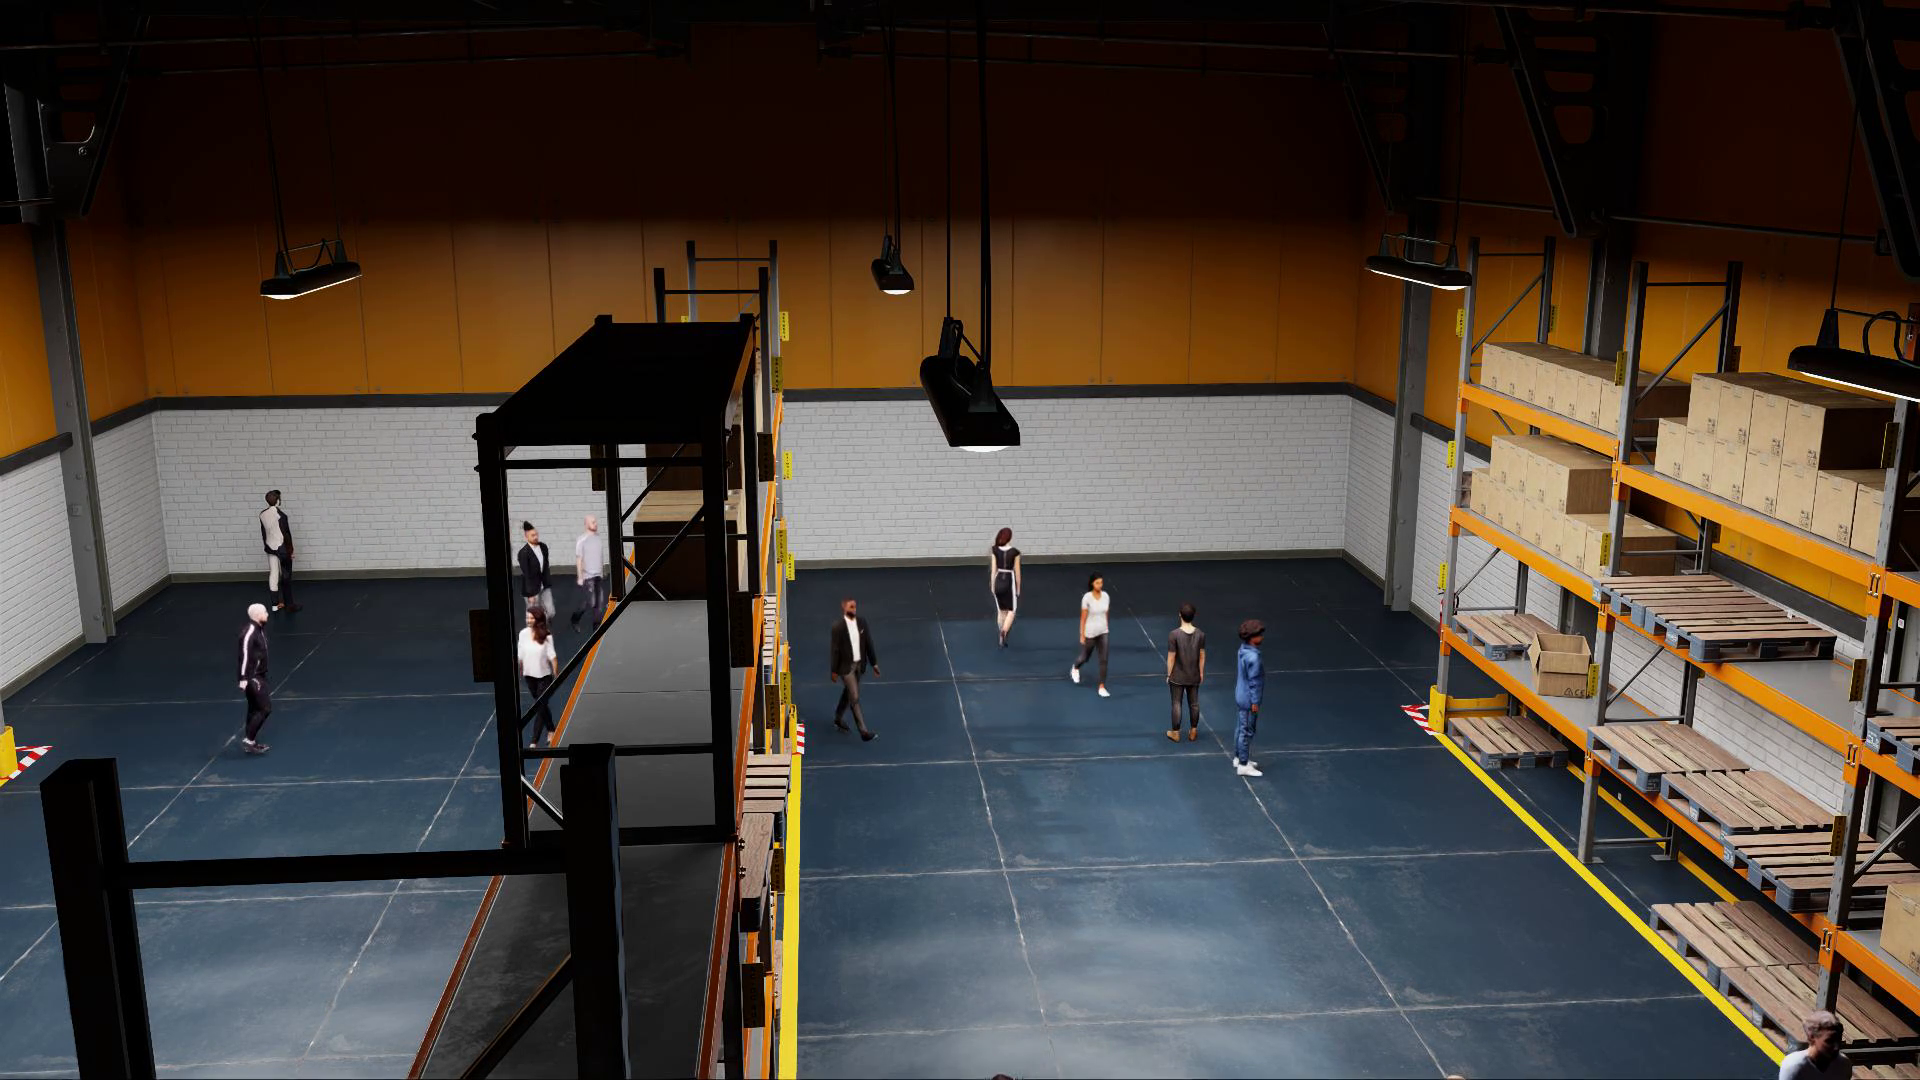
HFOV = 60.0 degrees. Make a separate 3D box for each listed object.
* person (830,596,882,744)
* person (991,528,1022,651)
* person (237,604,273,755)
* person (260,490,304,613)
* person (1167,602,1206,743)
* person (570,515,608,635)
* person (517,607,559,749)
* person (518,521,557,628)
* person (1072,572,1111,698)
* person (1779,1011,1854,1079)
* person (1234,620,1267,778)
[{"bbox_3d":[-1.374,1.549,20.125,1.133,1.747,1.270,-13,18,-42],"label":"person"},{"bbox_3d":[0.621,0.727,23.443,0.770,1.783,0.927,4,14,15],"label":"person"},{"bbox_3d":[-8.404,1.660,19.549,0.815,1.802,0.644,-3,14,-10],"label":"person"},{"bbox_3d":[-10.474,0.159,25.555,0.775,1.892,0.758,5,15,21],"label":"person"},{"bbox_3d":[2.717,1.586,20.034,0.617,1.717,0.550,-2,14,-7],"label":"person"},{"bbox_3d":[-5.423,0.518,24.220,0.963,1.822,0.933,8,16,29],"label":"person"},{"bbox_3d":[-4.953,1.641,19.731,0.874,1.754,1.144,4,14,14],"label":"person"},{"bbox_3d":[-6.065,0.655,23.430,0.922,1.928,0.848,8,16,29],"label":"person"},{"bbox_3d":[1.725,1.210,21.797,0.814,1.619,1.113,-6,15,-24],"label":"person"},{"bbox_3d":[5.298,3.806,10.543,0.717,1.869,1.125,-2,14,-10],"label":"person"},{"bbox_3d":[3.305,1.782,19.030,0.752,1.809,0.513,0,14,0],"label":"person"}]
